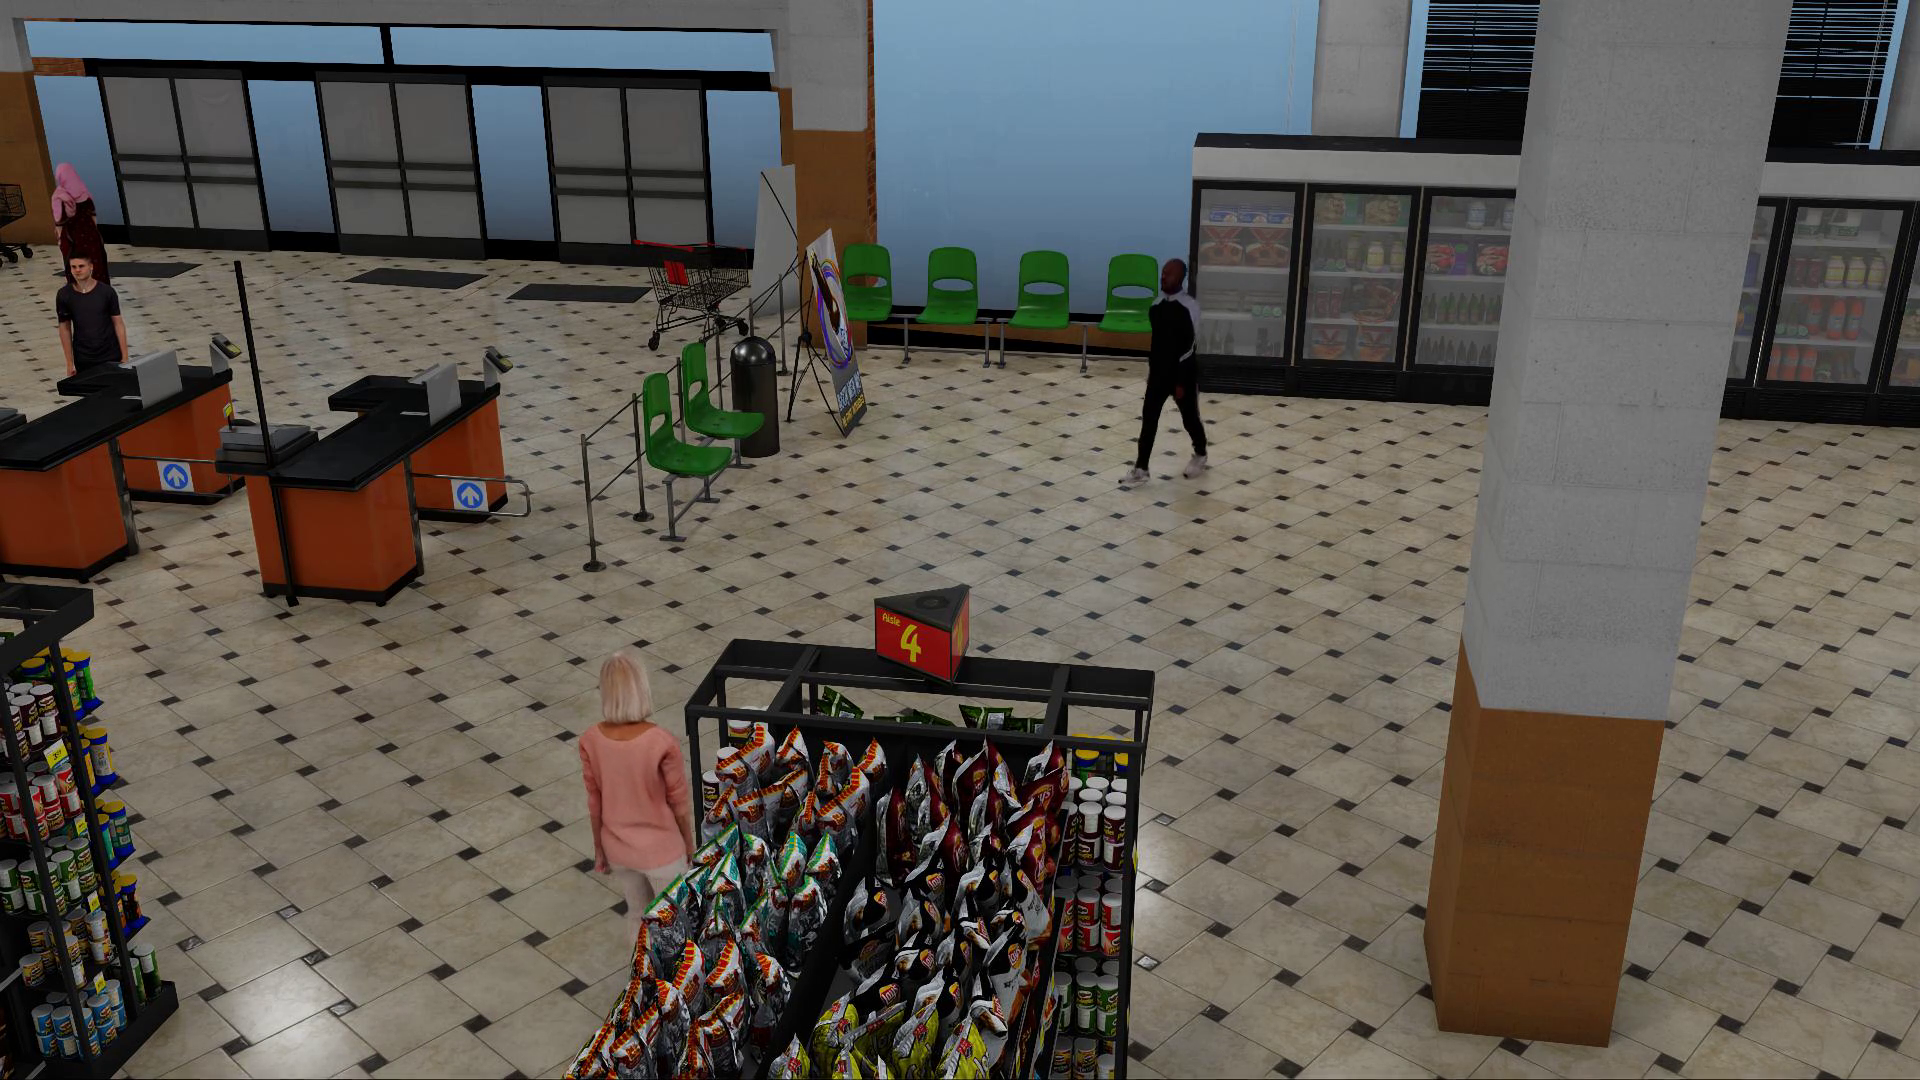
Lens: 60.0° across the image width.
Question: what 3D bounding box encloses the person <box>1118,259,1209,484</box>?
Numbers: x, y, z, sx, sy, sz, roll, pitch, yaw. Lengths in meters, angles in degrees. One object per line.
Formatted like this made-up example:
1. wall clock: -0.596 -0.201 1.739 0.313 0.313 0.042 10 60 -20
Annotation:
1. person: 1.775 -1.337 13.256 1.254 1.799 1.115 -18 28 -38

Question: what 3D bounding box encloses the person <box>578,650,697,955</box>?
1. person: -1.325 1.292 6.835 0.608 1.709 0.874 4 22 10

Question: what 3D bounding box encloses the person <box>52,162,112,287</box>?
1. person: -9.865 -3.409 18.629 0.818 1.637 0.705 16 27 35

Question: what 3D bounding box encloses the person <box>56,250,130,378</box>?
1. person: -7.121 -1.520 13.758 0.722 1.764 0.724 -9 23 -20
